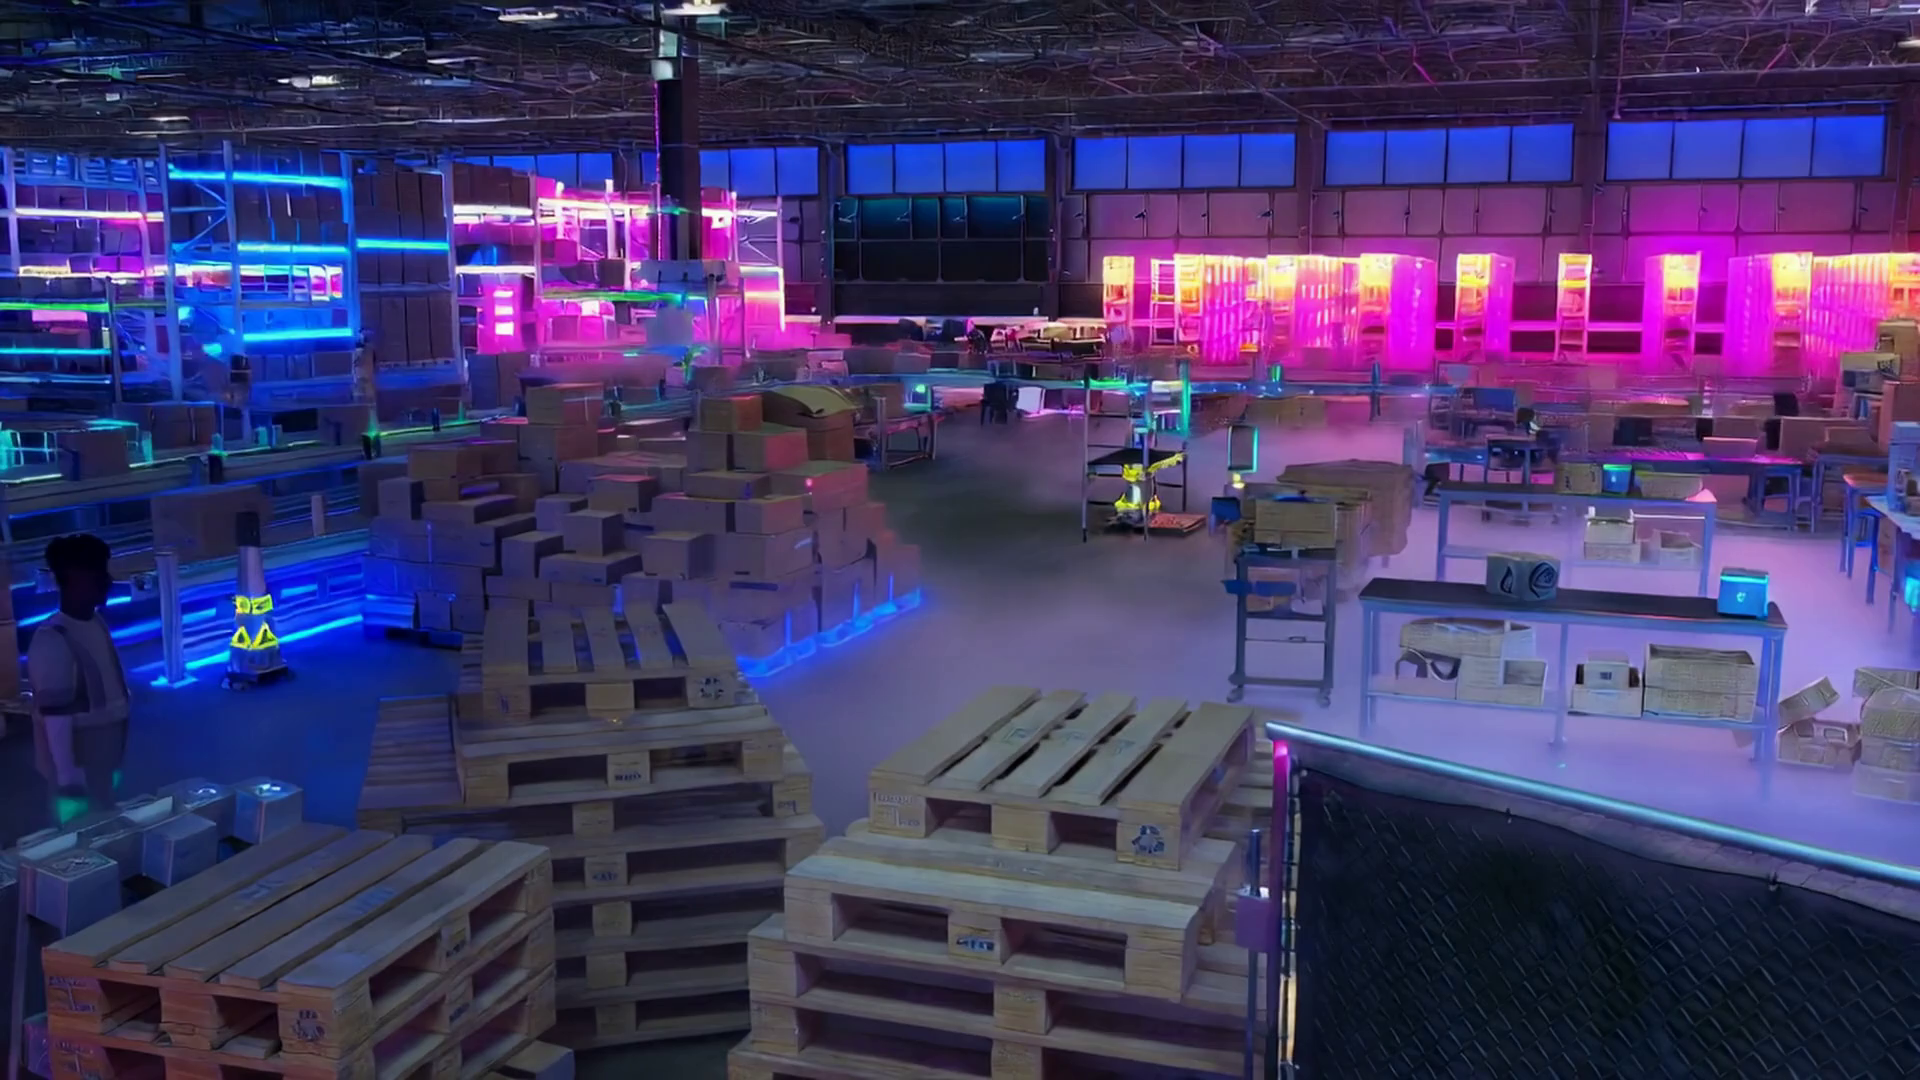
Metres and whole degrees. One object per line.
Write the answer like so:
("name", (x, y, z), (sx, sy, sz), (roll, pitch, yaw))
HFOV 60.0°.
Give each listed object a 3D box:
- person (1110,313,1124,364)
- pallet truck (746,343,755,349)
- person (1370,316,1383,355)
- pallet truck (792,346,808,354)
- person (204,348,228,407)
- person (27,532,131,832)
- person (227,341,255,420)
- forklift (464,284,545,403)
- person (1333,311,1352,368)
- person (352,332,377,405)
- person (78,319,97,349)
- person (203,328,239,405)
("person", (5.014, -6.408, 53.647), (0.532, 1.811, 0.633), (1, 9, 5))
("pallet truck", (-6.183, -4.618, 44.264), (1.601, 1.201, 0.680), (-9, 12, -43))
("person", (13.850, -6.649, 55.234), (0.613, 1.792, 0.977), (3, 9, 16))
("pallet truck", (-3.705, -4.298, 42.022), (0.653, 1.274, 1.630), (3, 10, 20))
("person", (-13.590, -2.630, 30.246), (0.529, 1.723, 0.904), (5, 10, 27))
("person", (-3.720, 0.935, 7.083), (0.362, 1.963, 0.612), (-2, 9, -14))
("person", (-14.979, -3.297, 34.531), (0.532, 1.677, 0.733), (3, 9, 16))
("forklift", (-10.832, -4.702, 39.610), (1.129, 2.768, 1.873), (3, 10, 20))
("person", (11.841, -6.122, 51.502), (0.678, 1.923, 0.450), (-5, 10, -30))
("person", (-12.874, -3.569, 35.832), (0.621, 1.807, 0.630), (2, 9, 14))
("person", (-24.595, -5.350, 47.099), (0.598, 1.784, 0.924), (4, 10, 23))
("person", (-15.948, -3.617, 35.884), (0.583, 1.900, 0.728), (4, 10, 24))
